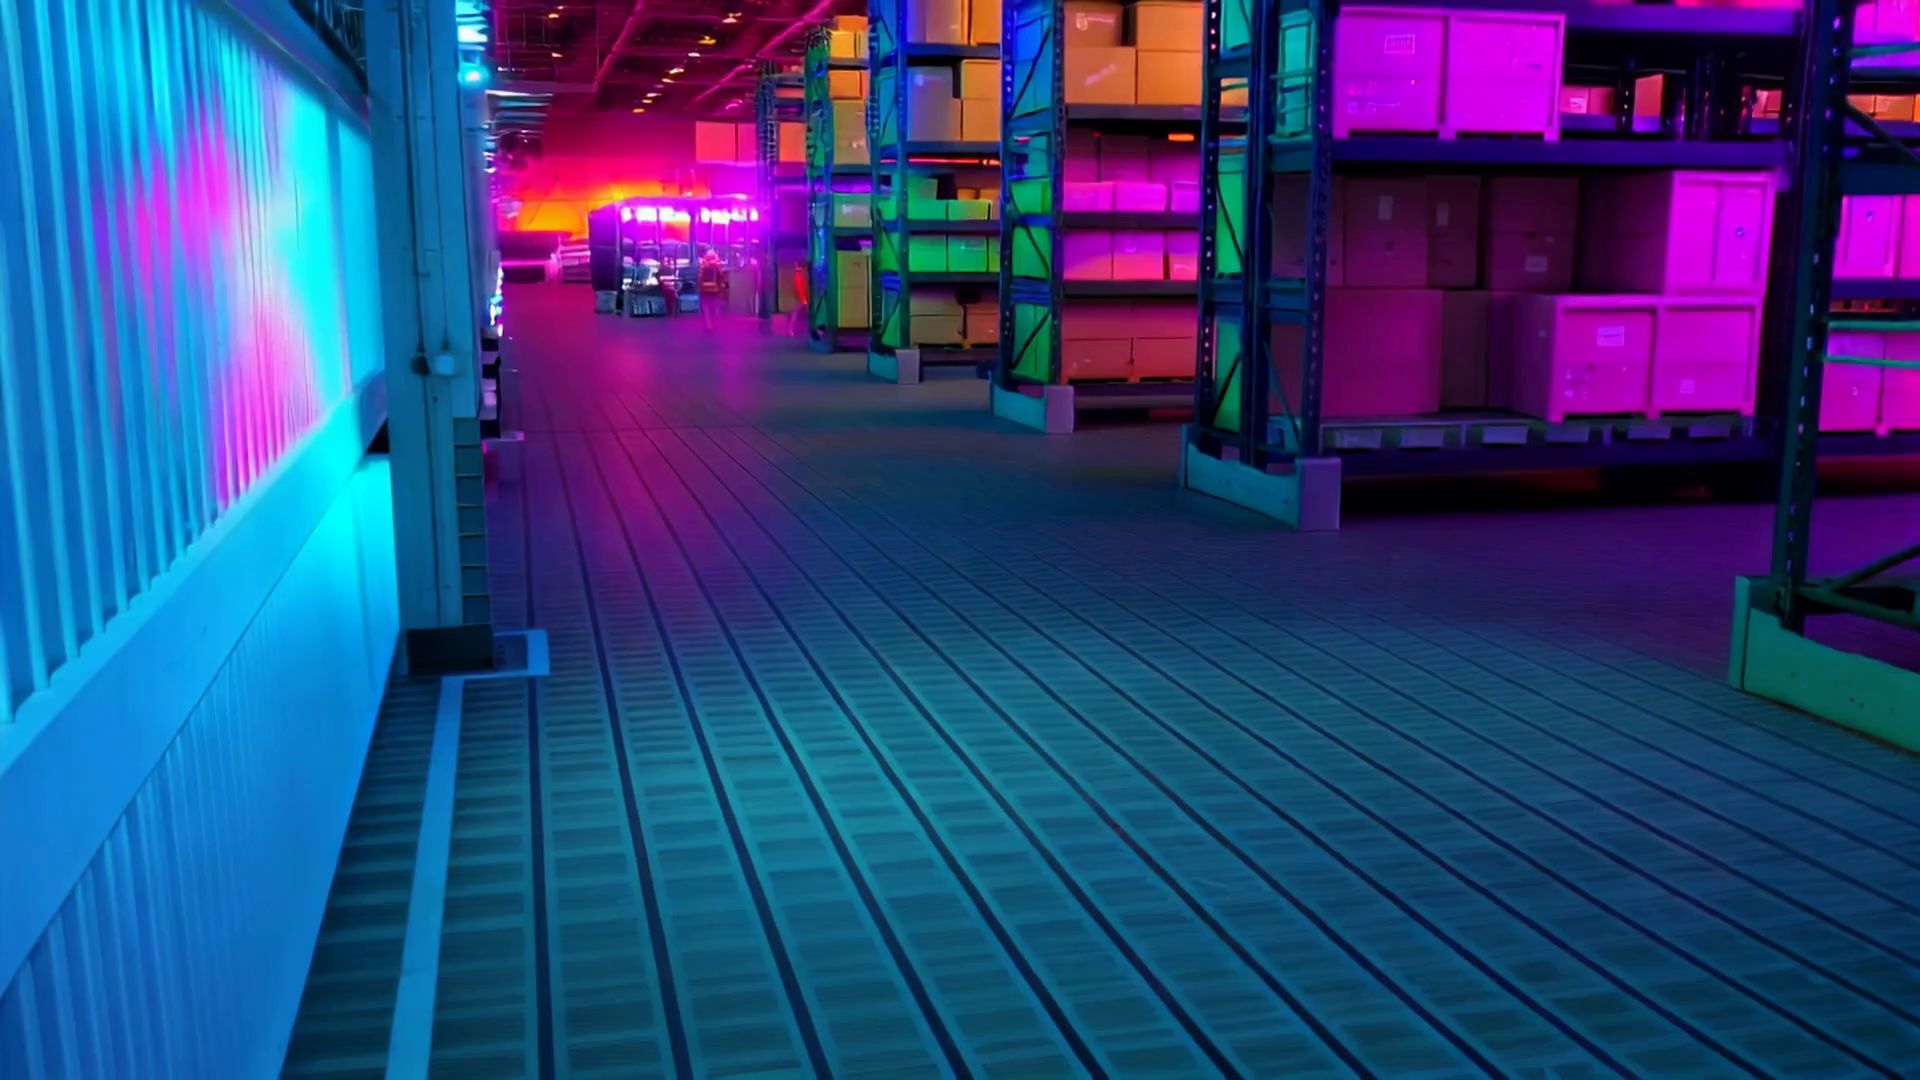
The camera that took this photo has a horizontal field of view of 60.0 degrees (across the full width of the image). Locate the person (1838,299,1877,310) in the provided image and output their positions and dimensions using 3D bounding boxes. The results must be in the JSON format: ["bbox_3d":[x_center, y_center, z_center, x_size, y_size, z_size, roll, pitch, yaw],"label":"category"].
[{"bbox_3d":[9.431,-1.946,17.710,0.881,1.695,0.501,-4,11,-21],"label":"person"}]

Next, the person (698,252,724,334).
[{"bbox_3d":[-5.800,-5.763,38.796,0.615,1.908,0.958,-1,10,-6],"label":"person"}]

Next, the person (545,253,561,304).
[{"bbox_3d":[-14.434,-9.269,58.976,0.612,1.790,0.998,-5,11,-28],"label":"person"}]

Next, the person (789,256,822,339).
[{"bbox_3d":[-3.379,-5.309,36.448,0.846,1.810,0.653,-1,10,-3],"label":"person"}]
